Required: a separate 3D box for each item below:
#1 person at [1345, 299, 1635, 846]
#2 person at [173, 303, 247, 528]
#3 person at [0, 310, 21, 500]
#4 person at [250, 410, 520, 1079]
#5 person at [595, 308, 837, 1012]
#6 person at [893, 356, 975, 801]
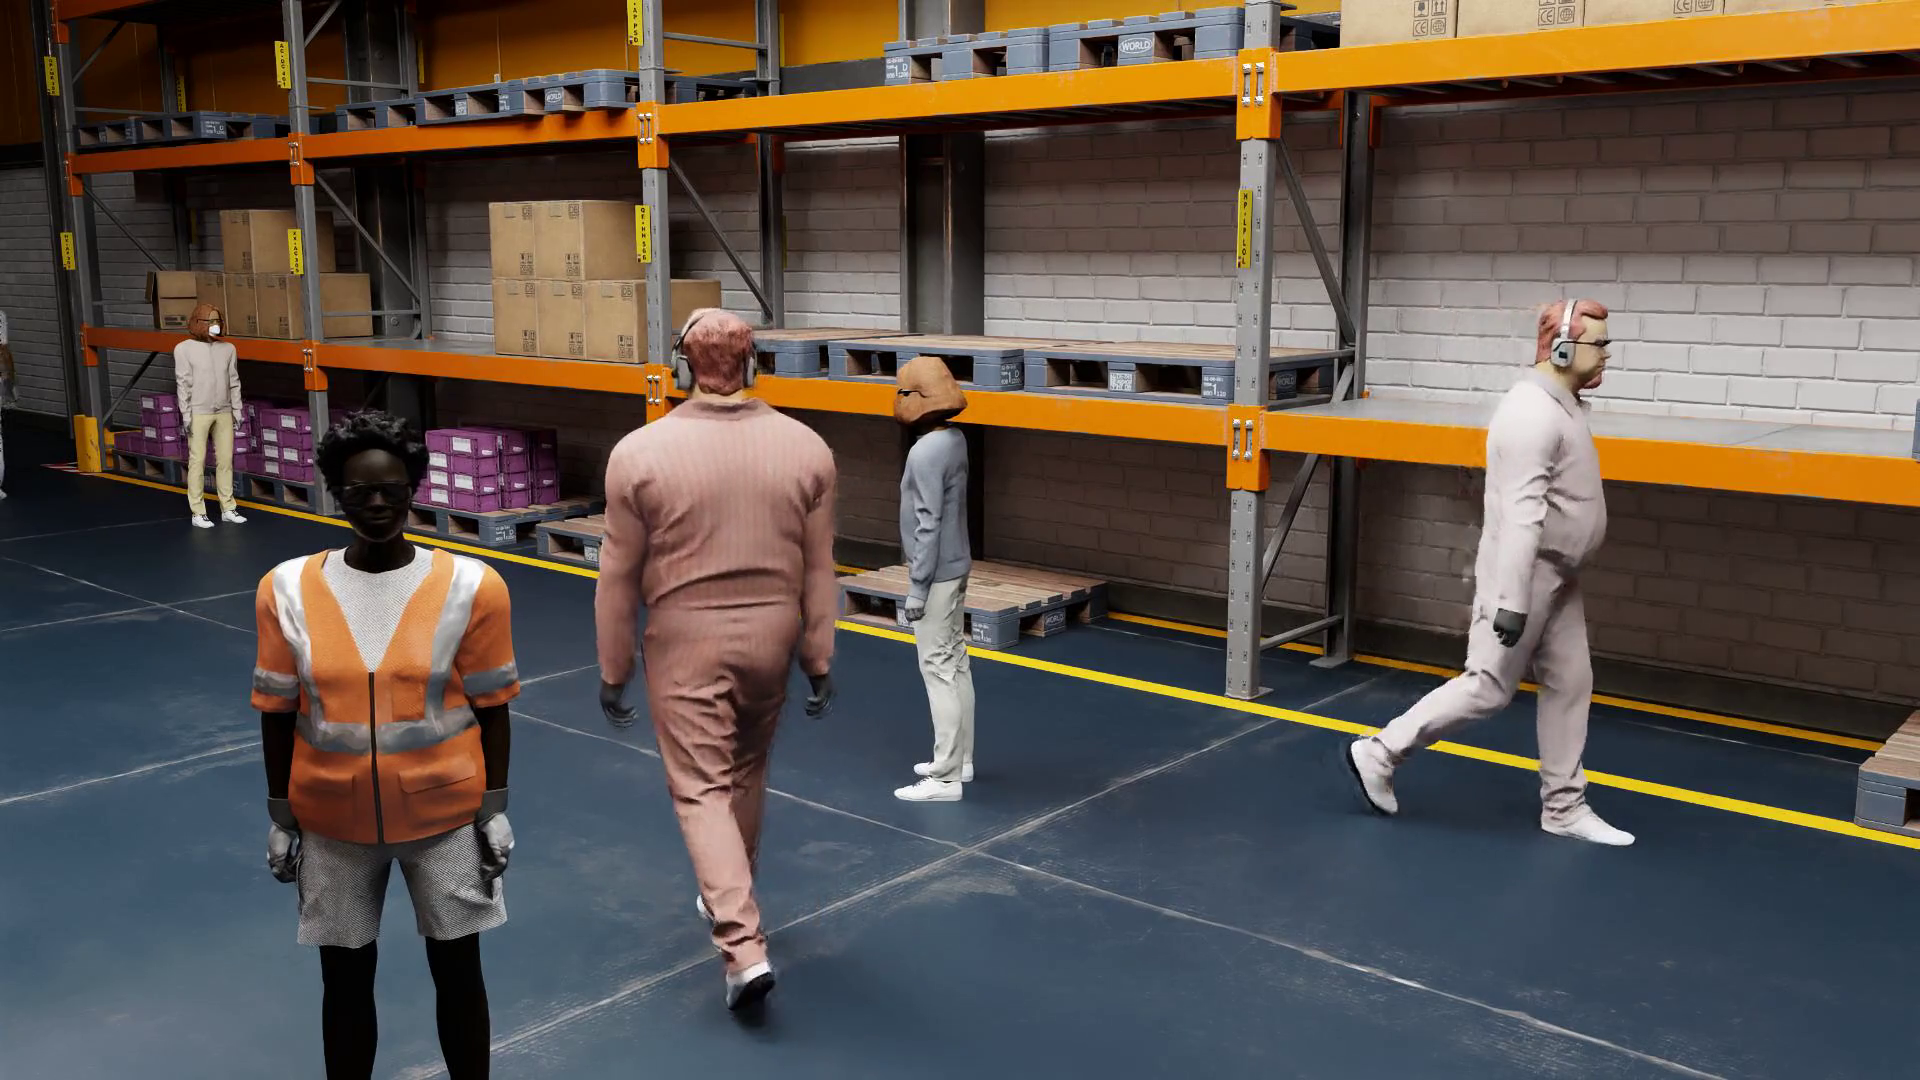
[{"bbox_3d":[1.838,0.112,5.673,0.892,1.872,0.664,5,11,28],"label":"person"},{"bbox_3d":[-5.463,-0.907,12.130,0.277,1.629,0.497,6,12,33],"label":"person"},{"bbox_3d":[-7.848,-1.232,13.339,0.535,1.857,0.386,-4,11,-23],"label":"person"},{"bbox_3d":[-1.186,0.576,3.474,0.535,1.700,0.318,-2,10,-9],"label":"person"},{"bbox_3d":[-0.650,0.306,4.554,0.655,1.874,0.932,-5,11,-25],"label":"person"},{"bbox_3d":[-0.099,0.144,6.119,0.276,1.631,0.507,2,10,14],"label":"person"}]
